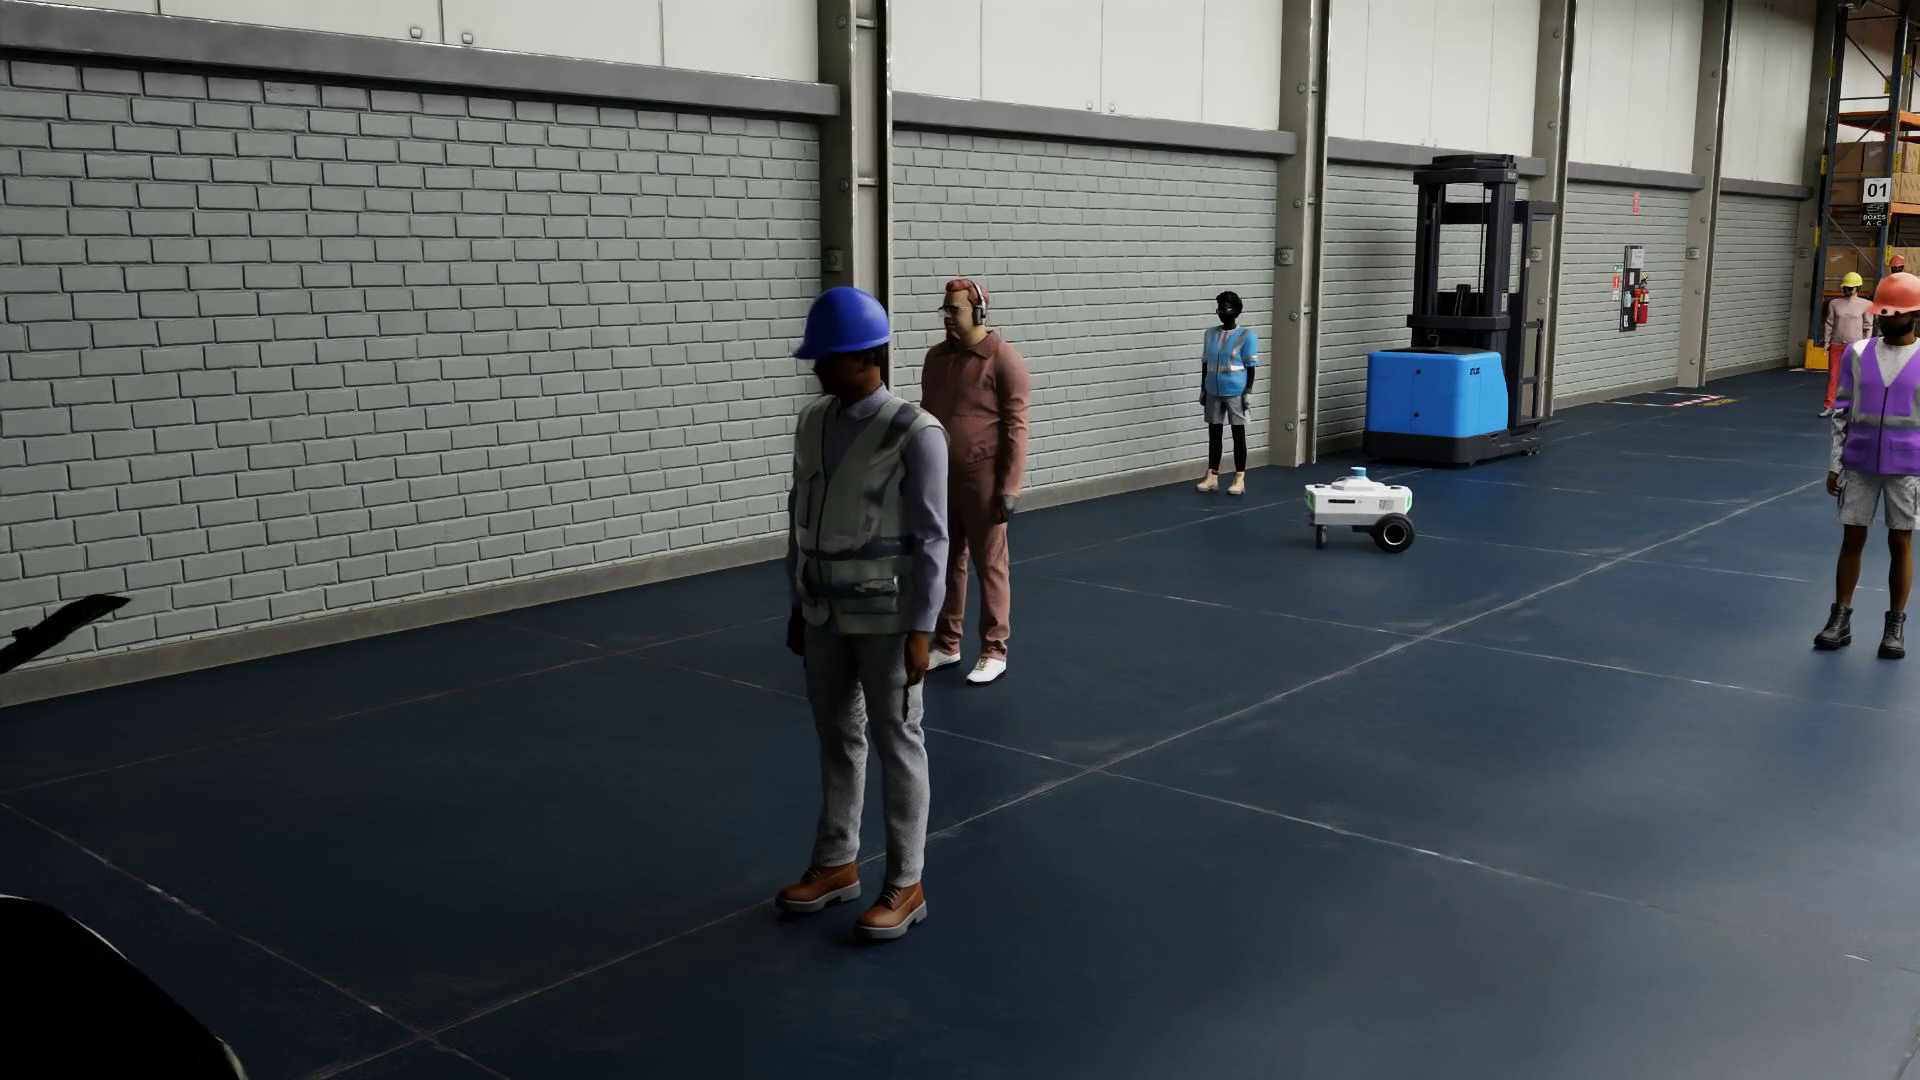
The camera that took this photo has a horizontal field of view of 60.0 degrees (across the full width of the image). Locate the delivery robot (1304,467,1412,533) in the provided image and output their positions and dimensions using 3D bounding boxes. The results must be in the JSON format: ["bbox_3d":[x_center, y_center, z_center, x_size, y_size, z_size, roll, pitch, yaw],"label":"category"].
[{"bbox_3d":[2.750,-0.261,11.526,0.707,0.478,0.477,1,10,7],"label":"delivery robot"}]

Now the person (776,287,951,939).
[{"bbox_3d":[-0.304,0.218,5.005,0.602,1.939,0.402,9,13,41],"label":"person"}]

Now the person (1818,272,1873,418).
[{"bbox_3d":[10.753,-2.356,20.175,0.523,1.761,0.328,9,13,41],"label":"person"}]

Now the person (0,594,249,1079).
[{"bbox_3d":[-0.570,0.889,1.026,0.608,1.996,0.381,9,13,41],"label":"person"}]

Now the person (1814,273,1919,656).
[{"bbox_3d":[4.691,-0.379,8.437,0.542,1.930,0.374,9,13,41],"label":"person"}]

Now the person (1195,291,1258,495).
[{"bbox_3d":[2.239,-1.235,13.967,0.529,1.697,0.321,9,13,41],"label":"person"}]

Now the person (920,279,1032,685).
[{"bbox_3d":[0.016,-0.278,7.921,0.636,1.911,0.404,9,13,41],"label":"person"}]

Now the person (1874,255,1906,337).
[{"bbox_3d":[15.145,-3.646,27.009,0.542,1.939,0.365,9,13,41],"label":"person"}]

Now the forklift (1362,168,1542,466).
[{"bbox_3d":[4.875,-2.212,16.287,1.129,2.768,1.873,8,13,40],"label":"forklift"}]
